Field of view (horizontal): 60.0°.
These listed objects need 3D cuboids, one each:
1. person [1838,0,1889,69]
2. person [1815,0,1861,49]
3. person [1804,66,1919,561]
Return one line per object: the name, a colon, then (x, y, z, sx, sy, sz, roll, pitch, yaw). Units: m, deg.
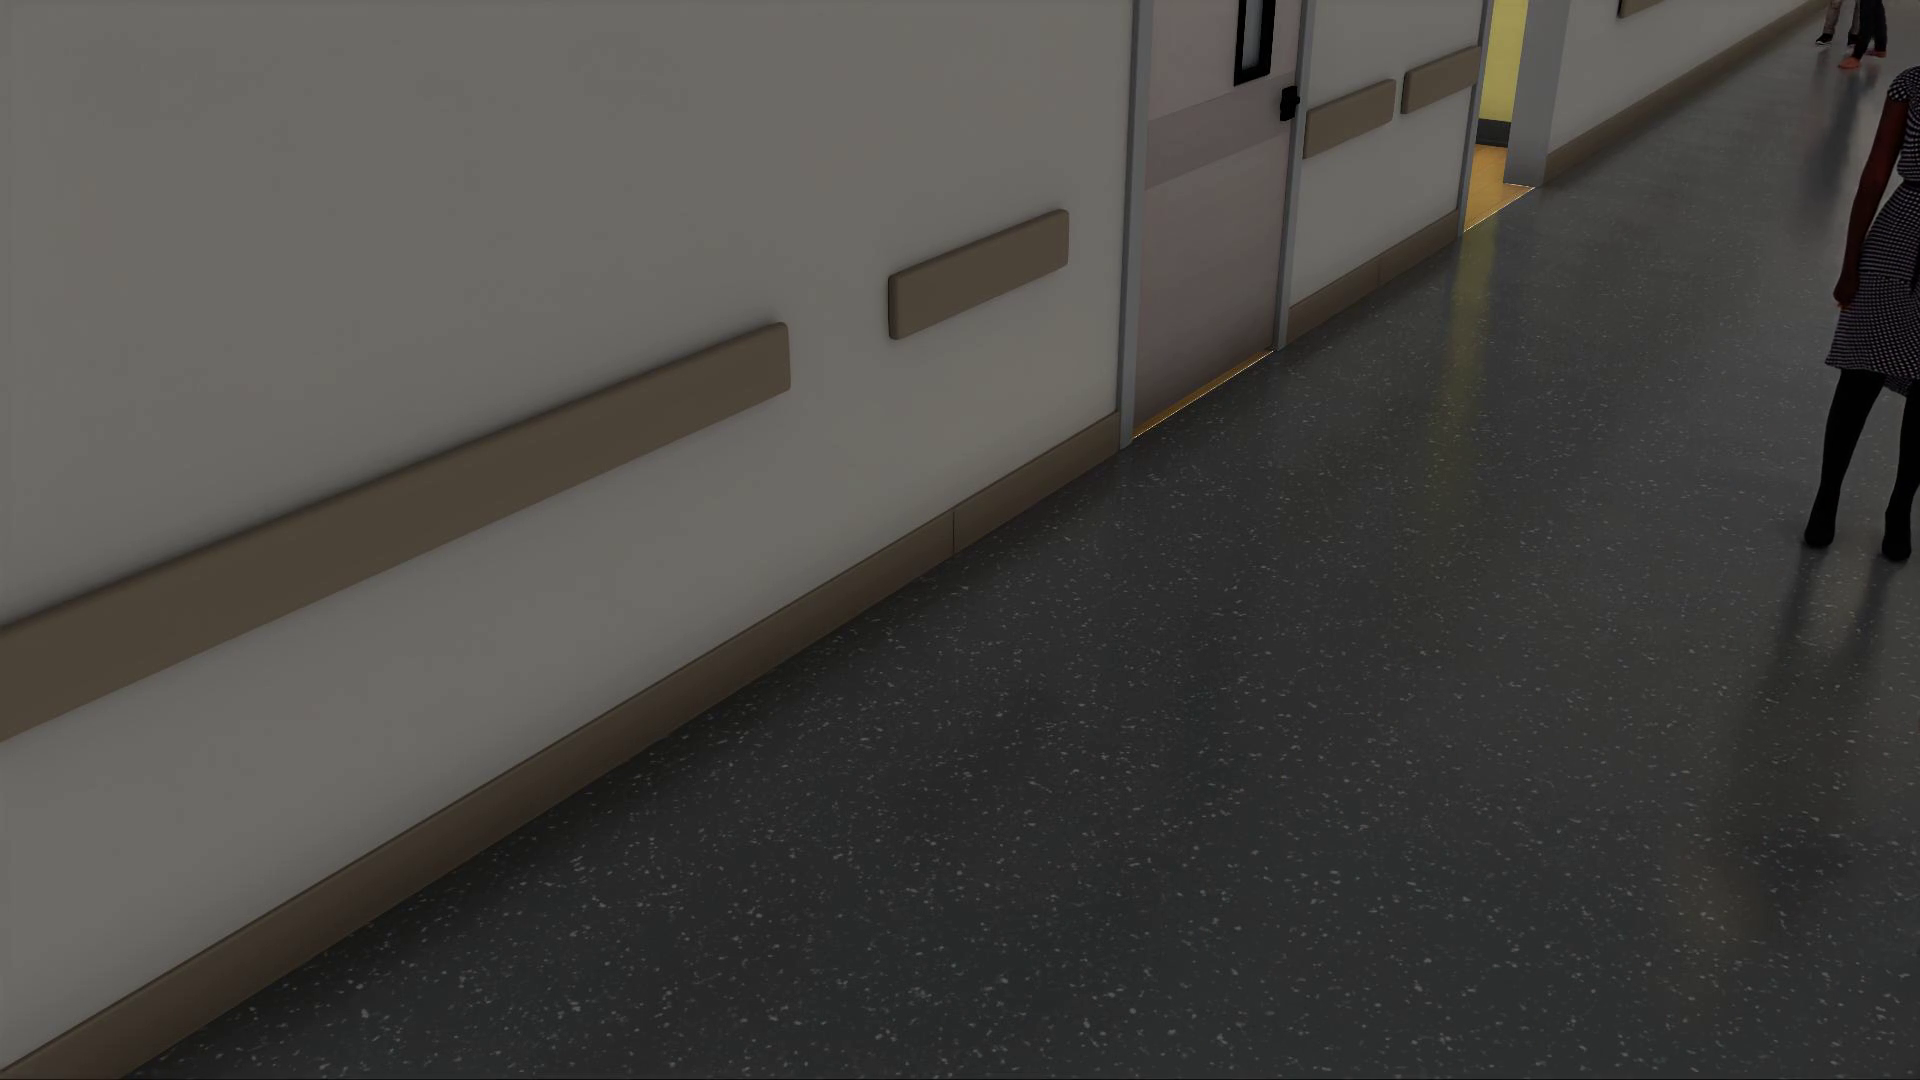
person: (7.195, -4.574, 12.967, 0.746, 1.696, 0.825, 2, 26, 5)
person: (7.505, -4.865, 13.864, 0.408, 1.441, 0.580, 16, 30, 30)
person: (2.913, -0.798, 5.032, 0.531, 1.786, 0.713, 11, 28, 21)
